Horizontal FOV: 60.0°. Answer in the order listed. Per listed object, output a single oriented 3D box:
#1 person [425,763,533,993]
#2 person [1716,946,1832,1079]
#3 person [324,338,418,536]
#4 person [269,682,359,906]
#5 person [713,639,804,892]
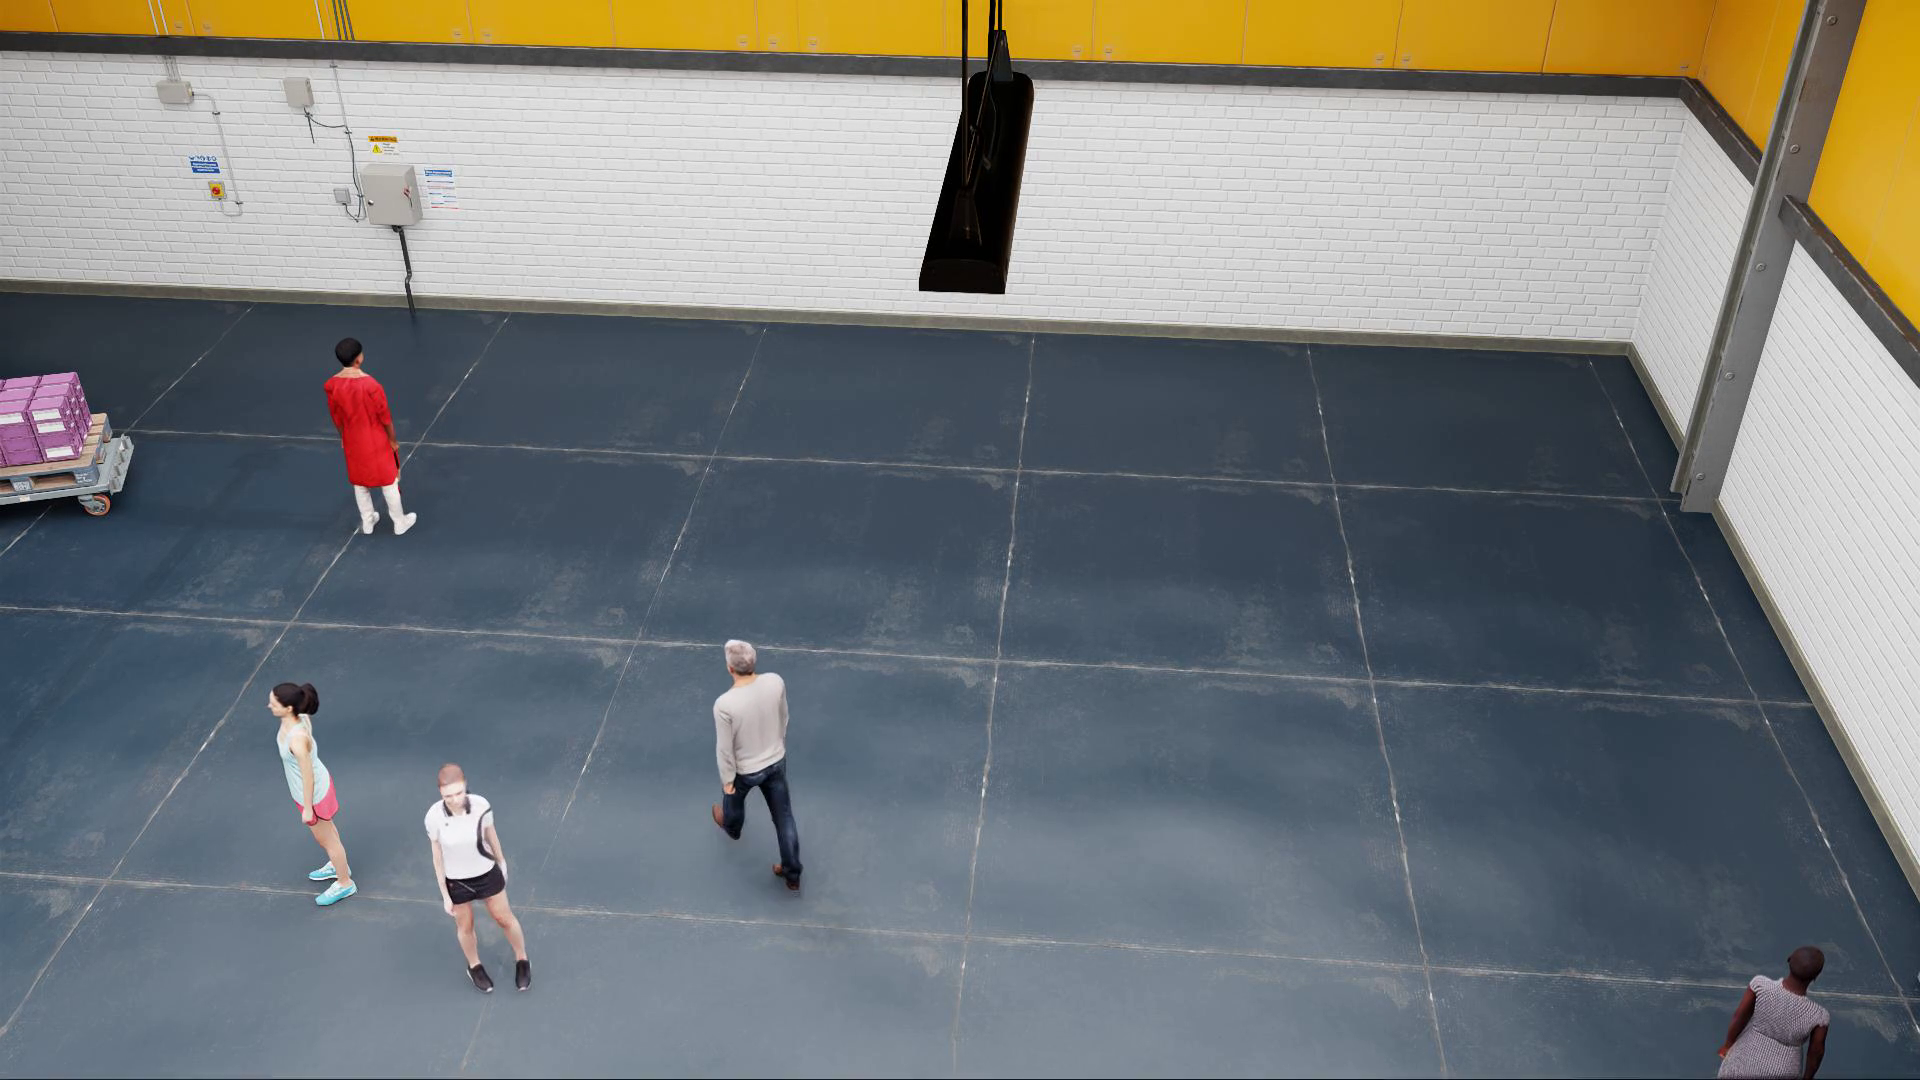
[{"bbox_3d":[-3.070,2.071,10.320,0.707,1.745,0.758,-13,36,-19],"label":"person"},{"bbox_3d":[4.380,2.877,9.068,0.709,1.787,0.732,26,41,33],"label":"person"},{"bbox_3d":[-5.238,-0.904,14.672,0.670,1.881,0.574,3,34,5],"label":"person"},{"bbox_3d":[-4.275,1.646,10.941,0.752,1.765,0.672,-15,36,-21],"label":"person"},{"bbox_3d":[-1.304,1.529,11.032,1.249,1.859,1.336,-23,40,-30],"label":"person"}]
